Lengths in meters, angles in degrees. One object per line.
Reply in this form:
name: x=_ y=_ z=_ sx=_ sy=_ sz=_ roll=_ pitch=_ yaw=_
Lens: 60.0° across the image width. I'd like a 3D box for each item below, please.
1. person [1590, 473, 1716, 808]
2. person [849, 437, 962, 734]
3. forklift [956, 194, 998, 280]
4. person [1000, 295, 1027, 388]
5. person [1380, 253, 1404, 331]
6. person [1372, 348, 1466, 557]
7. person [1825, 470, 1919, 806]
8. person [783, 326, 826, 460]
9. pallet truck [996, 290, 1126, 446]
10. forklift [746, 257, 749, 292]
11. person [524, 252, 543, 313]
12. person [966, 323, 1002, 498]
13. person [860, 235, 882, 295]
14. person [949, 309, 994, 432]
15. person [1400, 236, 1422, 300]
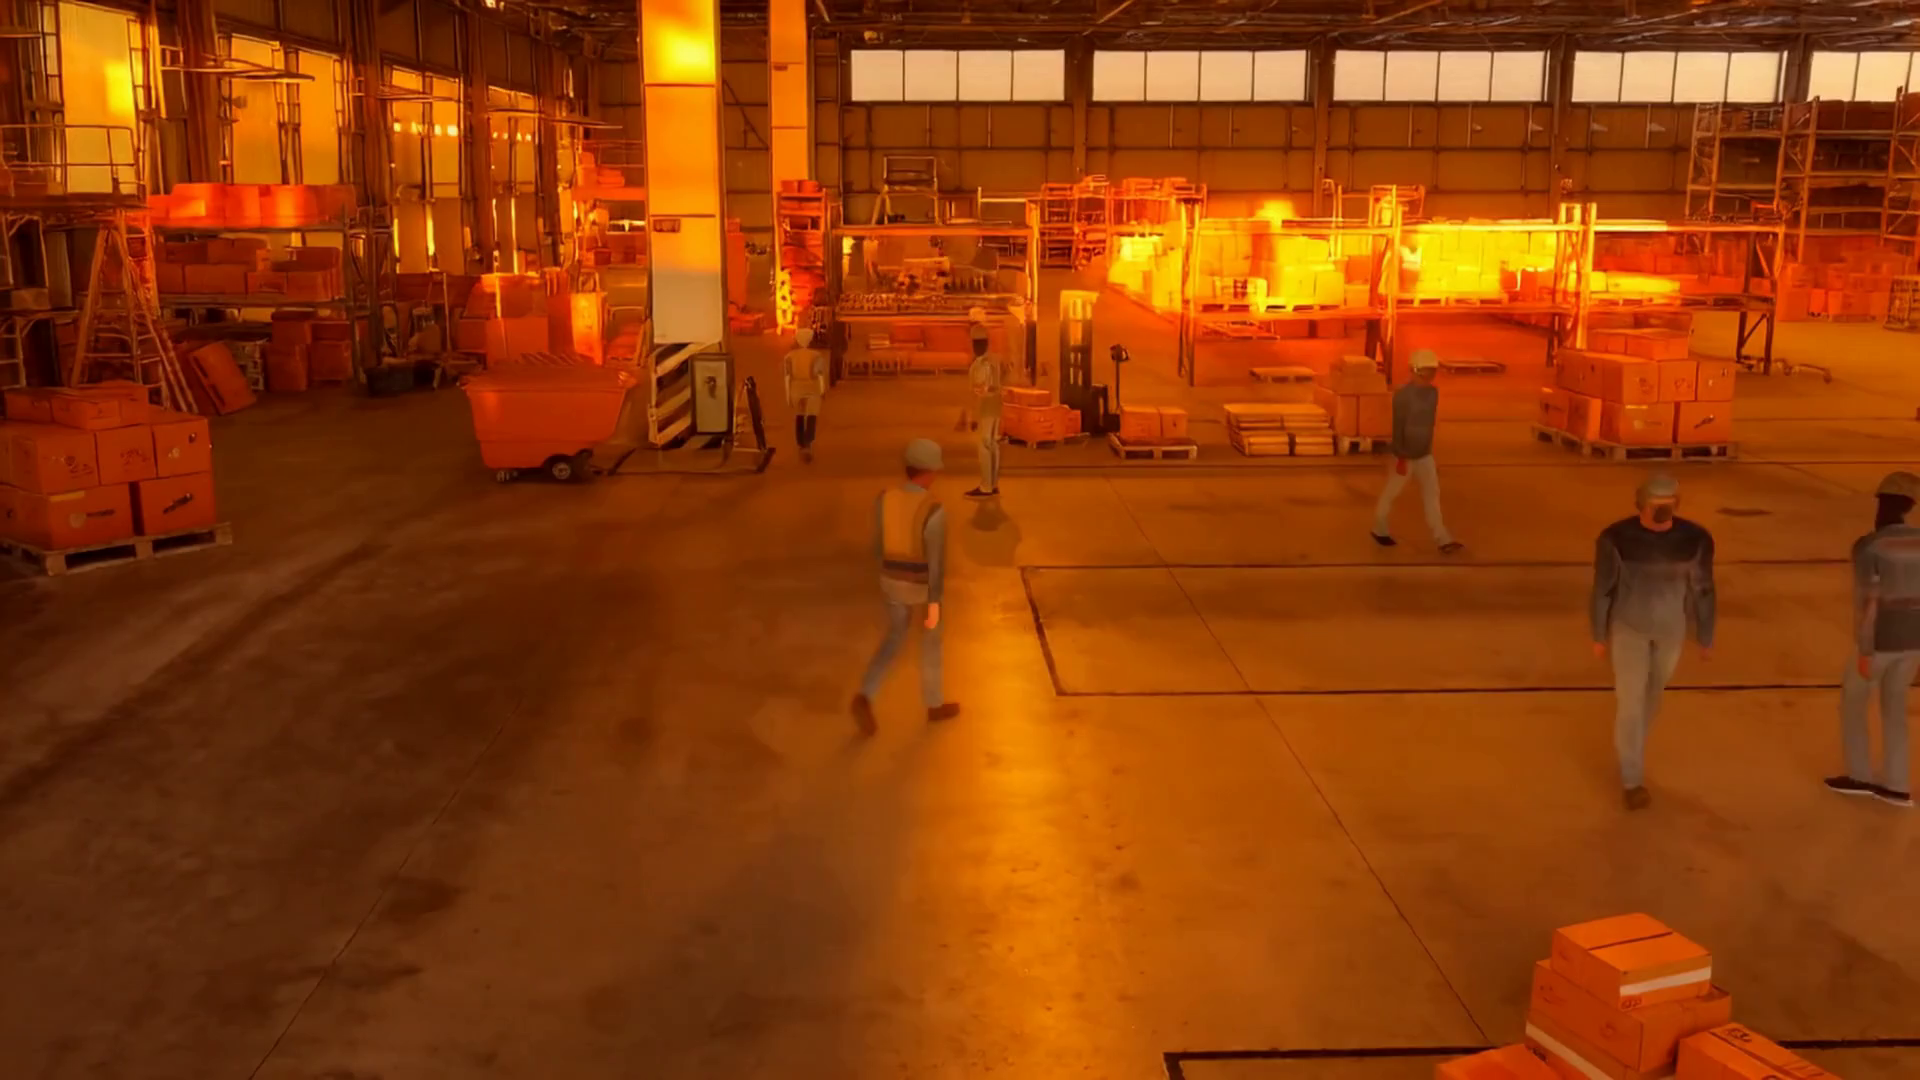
person: x=3.929 y=0.571 z=9.413 sx=0.637 sy=1.885 sz=1.012 roll=1 pitch=13 yaw=5
person: x=-0.343 y=0.295 z=10.603 sx=0.620 sy=1.910 sz=0.825 roll=10 pitch=16 yaw=39
forklift: x=0.225 y=-9.971 z=54.741 sx=1.873 sy=2.768 sz=1.129 roll=-7 pitch=14 yaw=-28
person: x=0.759 y=-2.805 z=24.964 sx=0.782 sy=1.740 sz=0.521 roll=-3 pitch=13 yaw=-13
person: x=9.782 y=-5.668 z=37.772 sx=0.516 sy=1.795 sz=0.964 roll=2 pitch=13 yaw=10
person: x=4.286 y=-0.820 z=15.551 sx=0.649 sy=1.938 sz=1.043 roll=-8 pitch=15 yaw=-33
person: x=5.294 y=0.559 z=9.464 sx=0.601 sy=1.879 sz=0.599 roll=-3 pitch=13 yaw=-13
person: x=-1.948 y=-1.835 z=20.741 sx=0.531 sy=1.672 sz=0.730 roll=1 pitch=13 yaw=5
pallet truck: x=1.257 y=-2.299 z=22.111 sx=1.885 sy=1.965 sz=0.823 roll=-9 pitch=15 yaw=-35
forklift: x=-7.181 y=-8.598 z=48.541 sx=1.873 sy=2.768 sz=1.129 roll=0 pitch=12 yaw=-2
person: x=-10.392 y=-6.202 z=40.570 sx=0.517 sy=1.631 sz=0.312 roll=6 pitch=14 yaw=23
person: x=0.253 y=-1.421 z=18.323 sx=0.383 sy=1.920 sz=0.585 roll=5 pitch=13 yaw=22
person: x=-2.591 y=-8.065 z=48.350 sx=0.654 sy=1.900 sz=0.905 roll=6 pitch=14 yaw=24
person: x=0.256 y=-2.332 z=22.944 sx=0.504 sy=1.695 sz=0.891 roll=11 pitch=17 yaw=42
person: x=12.070 y=-7.206 z=44.605 sx=0.598 sy=1.862 sz=1.021 roll=0 pitch=12 yaw=1
